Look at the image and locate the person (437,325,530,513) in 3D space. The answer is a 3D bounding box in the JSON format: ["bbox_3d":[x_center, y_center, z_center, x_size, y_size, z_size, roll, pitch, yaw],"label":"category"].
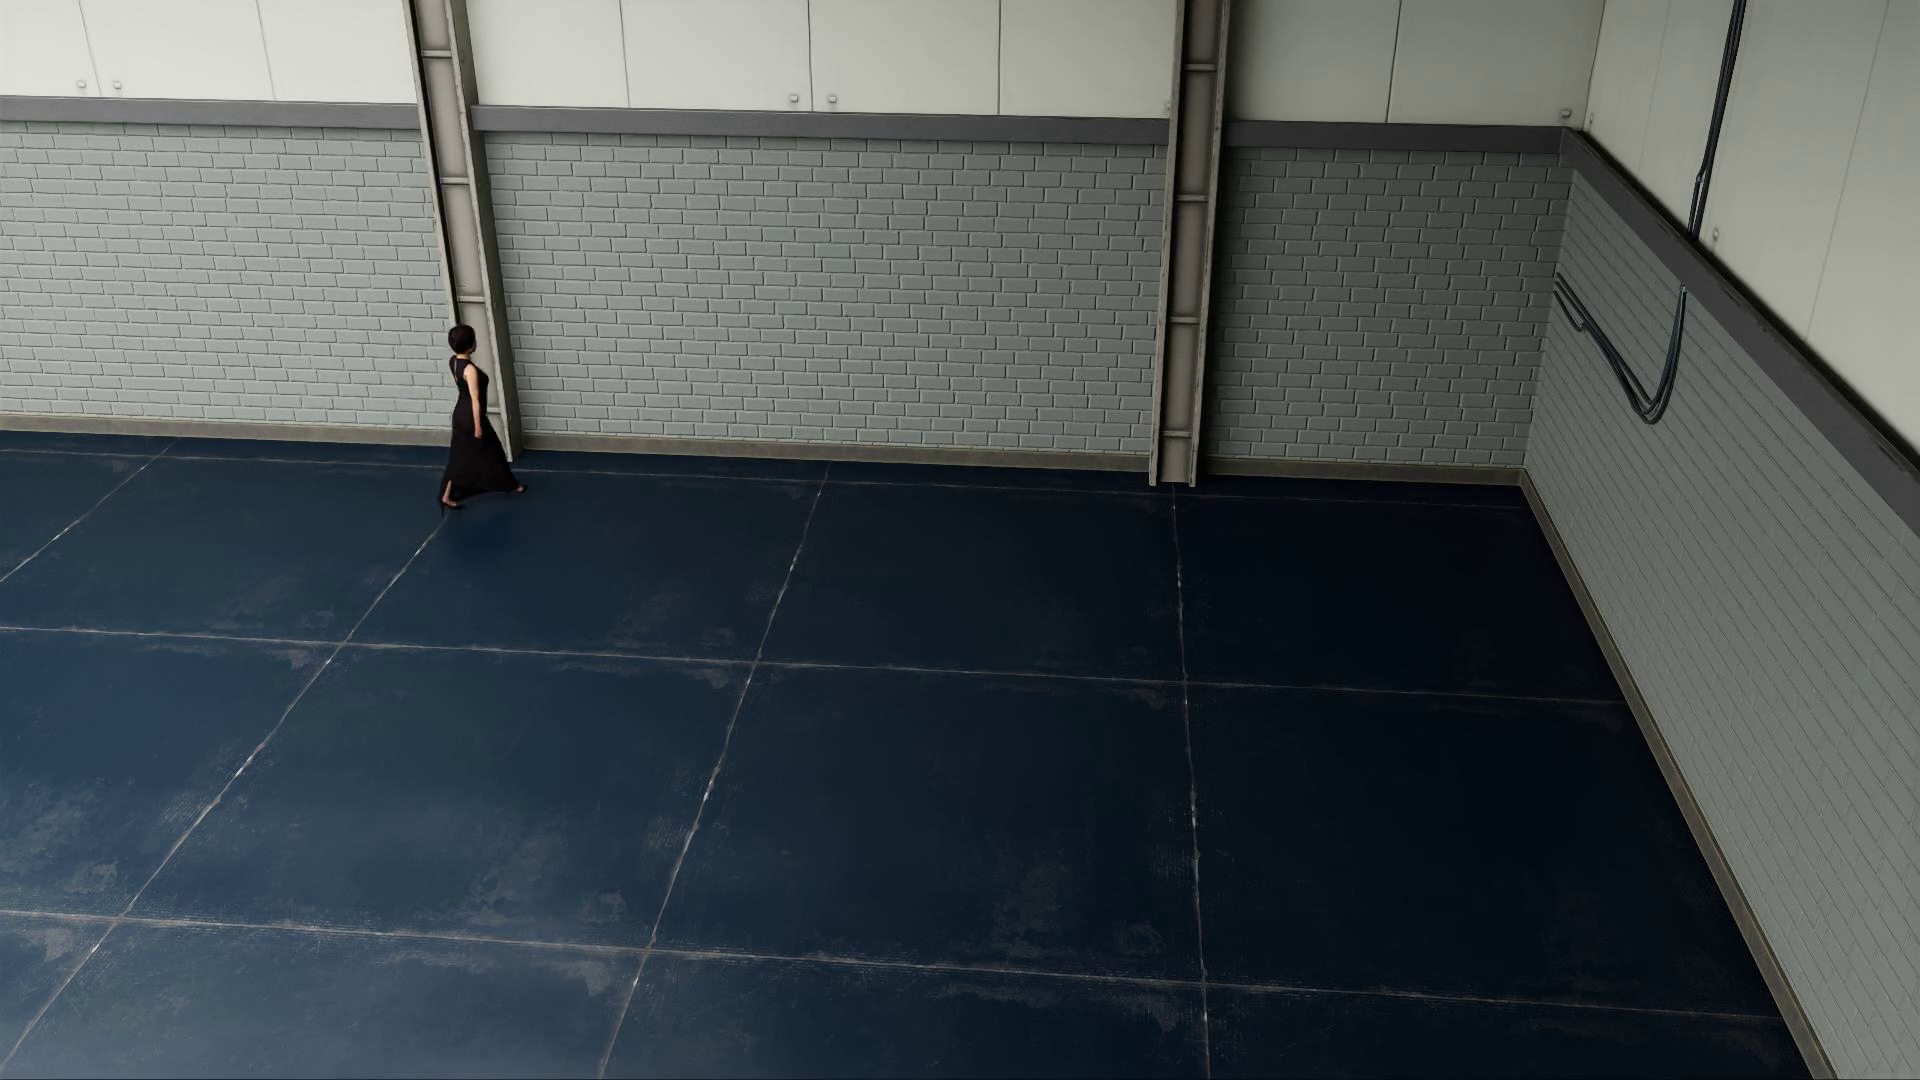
[{"bbox_3d":[-4.036,-0.938,13.474,1.045,1.562,1.032,-24,36,-38],"label":"person"}]
